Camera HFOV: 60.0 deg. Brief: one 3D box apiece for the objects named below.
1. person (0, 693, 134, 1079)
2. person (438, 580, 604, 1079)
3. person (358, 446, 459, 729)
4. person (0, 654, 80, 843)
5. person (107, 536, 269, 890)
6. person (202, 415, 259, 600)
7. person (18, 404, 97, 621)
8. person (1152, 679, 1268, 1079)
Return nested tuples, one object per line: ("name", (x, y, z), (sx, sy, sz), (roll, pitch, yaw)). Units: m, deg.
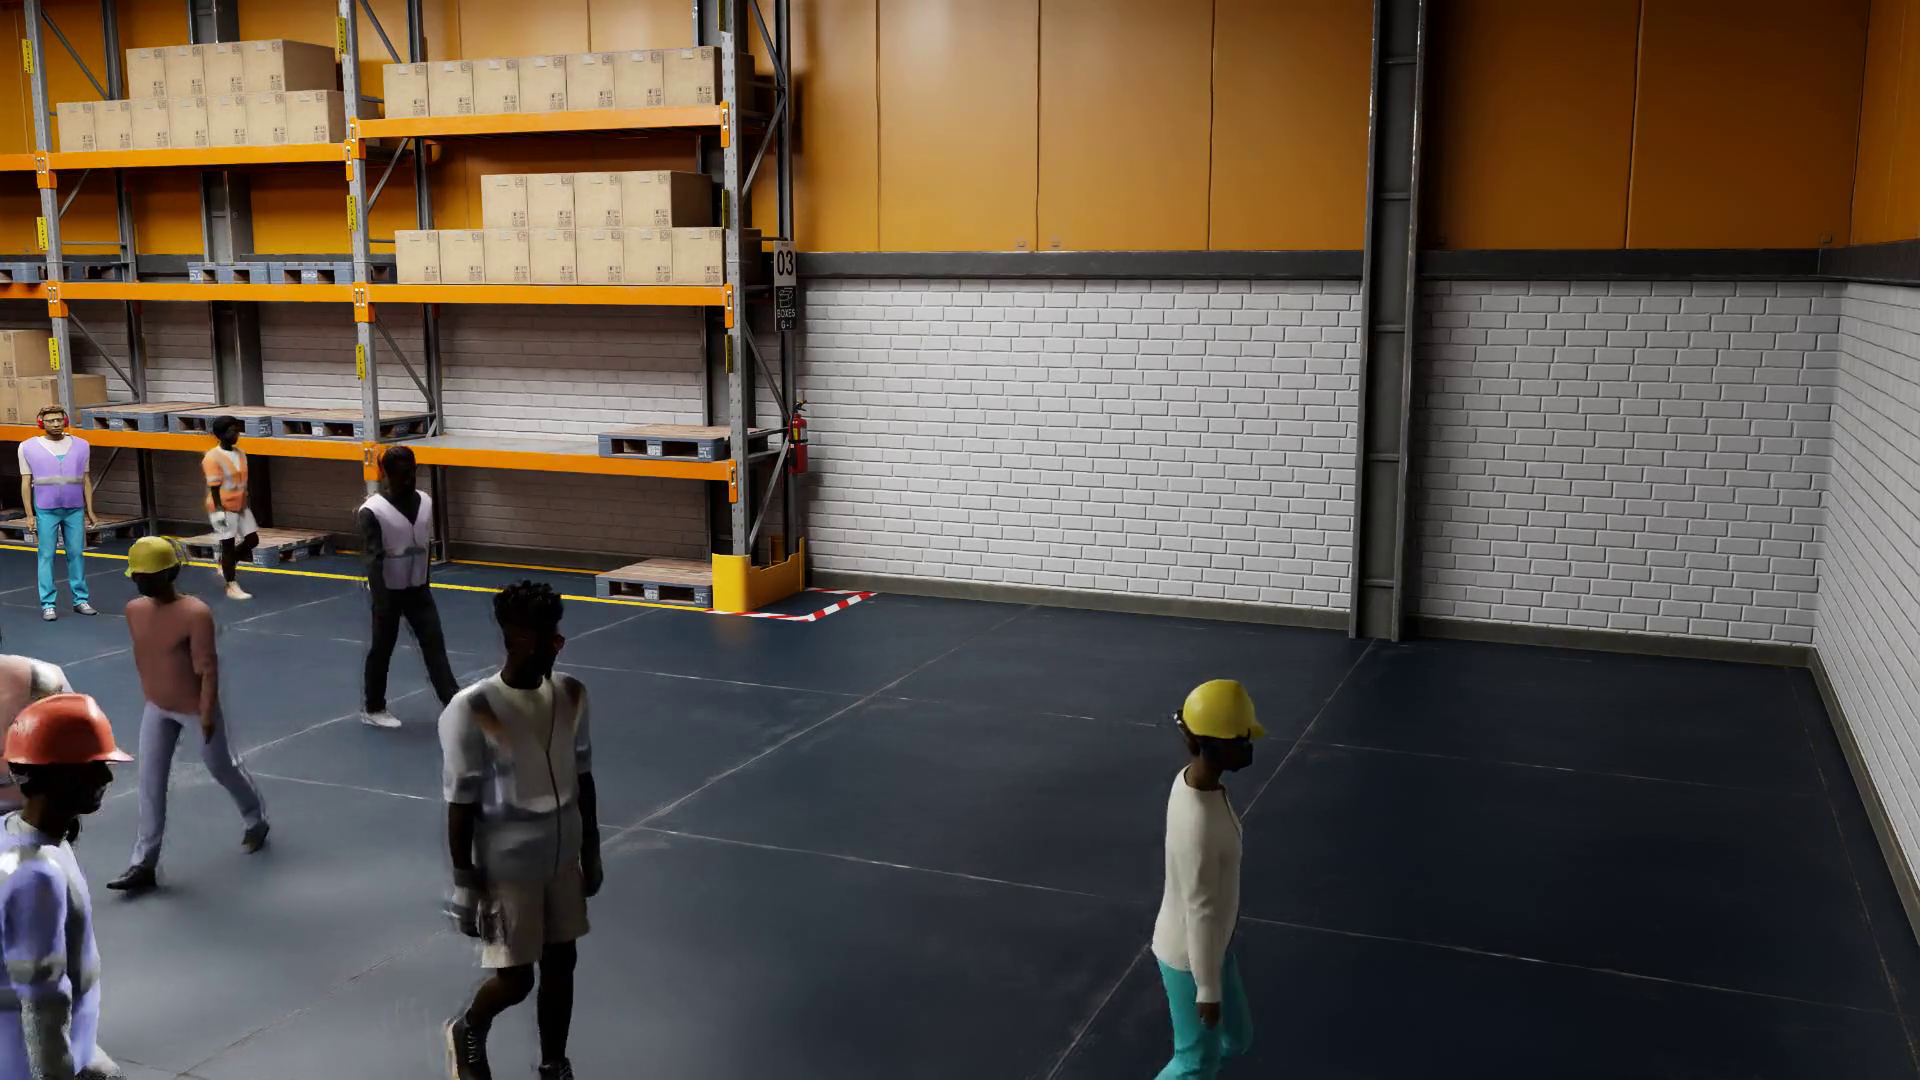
("person", (-2.353, 1.347, 4.435), (0.865, 1.886, 0.605), (-5, 11, -30))
("person", (-1.524, 1.091, 5.780), (0.548, 1.953, 0.638), (7, 12, 35))
("person", (-3.520, 0.333, 10.644), (0.999, 1.863, 0.623), (5, 11, 28))
("person", (-3.610, 1.091, 6.200), (0.642, 1.825, 0.488), (-7, 12, -35))
("person", (-3.829, 0.807, 8.230), (0.557, 1.717, 0.917), (3, 10, 16))
("person", (-6.586, -0.288, 14.970), (0.397, 1.685, 0.539), (3, 10, 15))
("person", (-7.704, -0.247, 14.228), (0.390, 1.846, 0.565), (9, 13, 43))
("person", (0.748, 1.283, 5.208), (0.407, 1.752, 0.549), (2, 10, 10))
